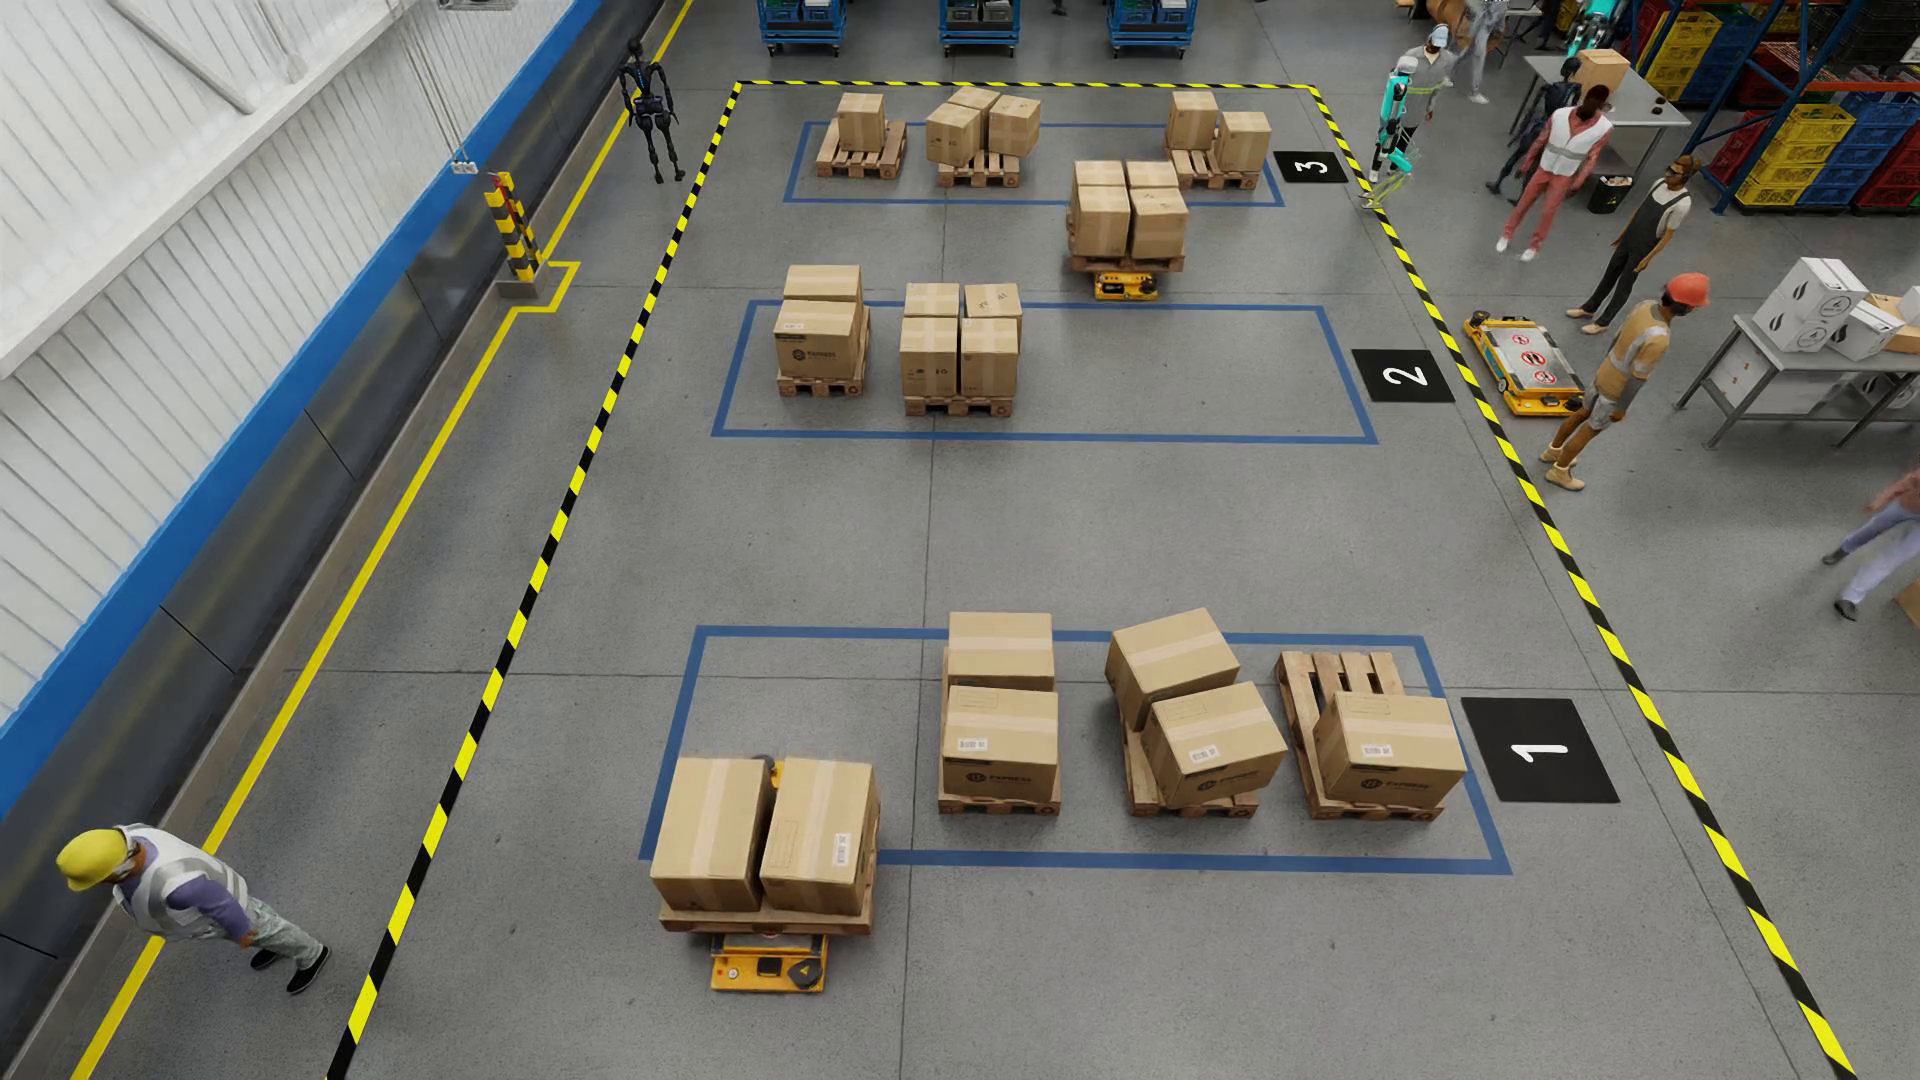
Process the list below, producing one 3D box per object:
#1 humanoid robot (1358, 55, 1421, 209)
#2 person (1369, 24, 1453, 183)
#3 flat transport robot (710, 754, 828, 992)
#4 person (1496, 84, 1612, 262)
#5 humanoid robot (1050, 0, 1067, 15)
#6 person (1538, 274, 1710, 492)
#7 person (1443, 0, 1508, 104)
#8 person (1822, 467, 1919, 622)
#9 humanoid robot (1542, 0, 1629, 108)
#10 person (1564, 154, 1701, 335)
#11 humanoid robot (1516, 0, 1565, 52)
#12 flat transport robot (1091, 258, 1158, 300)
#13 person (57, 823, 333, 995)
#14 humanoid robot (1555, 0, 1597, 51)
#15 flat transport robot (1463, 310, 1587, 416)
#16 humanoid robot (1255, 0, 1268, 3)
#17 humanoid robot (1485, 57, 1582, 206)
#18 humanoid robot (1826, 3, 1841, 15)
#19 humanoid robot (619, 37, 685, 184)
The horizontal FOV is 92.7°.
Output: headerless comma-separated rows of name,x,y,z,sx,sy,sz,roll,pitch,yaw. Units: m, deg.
humanoid robot,5.049,-4.603,10.459,0.735,1.675,0.533,9,50,8
person,5.420,-5.205,10.994,0.586,1.848,0.395,0,49,0
flat transport robot,-1.115,2.040,5.749,0.652,0.197,1.431,1,49,1
person,6.398,-3.977,9.892,0.677,1.905,0.415,33,57,25
humanoid robot,1.716,-9.249,14.616,0.463,1.625,0.629,12,50,10
person,5.382,-1.269,7.460,0.382,2.039,0.615,12,50,10
person,7.266,-7.060,12.693,0.487,1.694,0.896,-31,56,-24
person,7.071,-0.200,6.746,0.608,1.704,0.904,33,57,25
humanoid robot,8.391,-6.654,12.332,0.530,1.808,0.746,26,54,21
person,6.618,-2.871,8.976,0.344,1.845,0.506,-4,49,-4
humanoid robot,9.013,-8.309,13.813,0.581,1.663,0.586,16,51,14
flat transport robot,1.804,-3.185,10.271,0.652,0.197,1.431,1,49,1
person,-3.974,1.938,4.828,0.586,1.822,0.404,23,53,19
humanoid robot,9.509,-8.015,13.530,0.533,1.849,0.828,-36,58,-27
flat transport robot,5.573,-1.757,9.054,0.659,0.231,1.431,1,49,1
humanoid robot,5.036,-9.741,15.035,0.458,1.650,0.611,-18,51,-15
humanoid robot,6.795,-4.778,10.745,0.588,1.632,0.607,-4,49,-4
humanoid robot,12.692,-7.493,13.066,0.794,1.805,0.593,11,50,9
humanoid robot,-3.737,-5.169,11.067,0.599,1.655,0.315,-7,50,-6
